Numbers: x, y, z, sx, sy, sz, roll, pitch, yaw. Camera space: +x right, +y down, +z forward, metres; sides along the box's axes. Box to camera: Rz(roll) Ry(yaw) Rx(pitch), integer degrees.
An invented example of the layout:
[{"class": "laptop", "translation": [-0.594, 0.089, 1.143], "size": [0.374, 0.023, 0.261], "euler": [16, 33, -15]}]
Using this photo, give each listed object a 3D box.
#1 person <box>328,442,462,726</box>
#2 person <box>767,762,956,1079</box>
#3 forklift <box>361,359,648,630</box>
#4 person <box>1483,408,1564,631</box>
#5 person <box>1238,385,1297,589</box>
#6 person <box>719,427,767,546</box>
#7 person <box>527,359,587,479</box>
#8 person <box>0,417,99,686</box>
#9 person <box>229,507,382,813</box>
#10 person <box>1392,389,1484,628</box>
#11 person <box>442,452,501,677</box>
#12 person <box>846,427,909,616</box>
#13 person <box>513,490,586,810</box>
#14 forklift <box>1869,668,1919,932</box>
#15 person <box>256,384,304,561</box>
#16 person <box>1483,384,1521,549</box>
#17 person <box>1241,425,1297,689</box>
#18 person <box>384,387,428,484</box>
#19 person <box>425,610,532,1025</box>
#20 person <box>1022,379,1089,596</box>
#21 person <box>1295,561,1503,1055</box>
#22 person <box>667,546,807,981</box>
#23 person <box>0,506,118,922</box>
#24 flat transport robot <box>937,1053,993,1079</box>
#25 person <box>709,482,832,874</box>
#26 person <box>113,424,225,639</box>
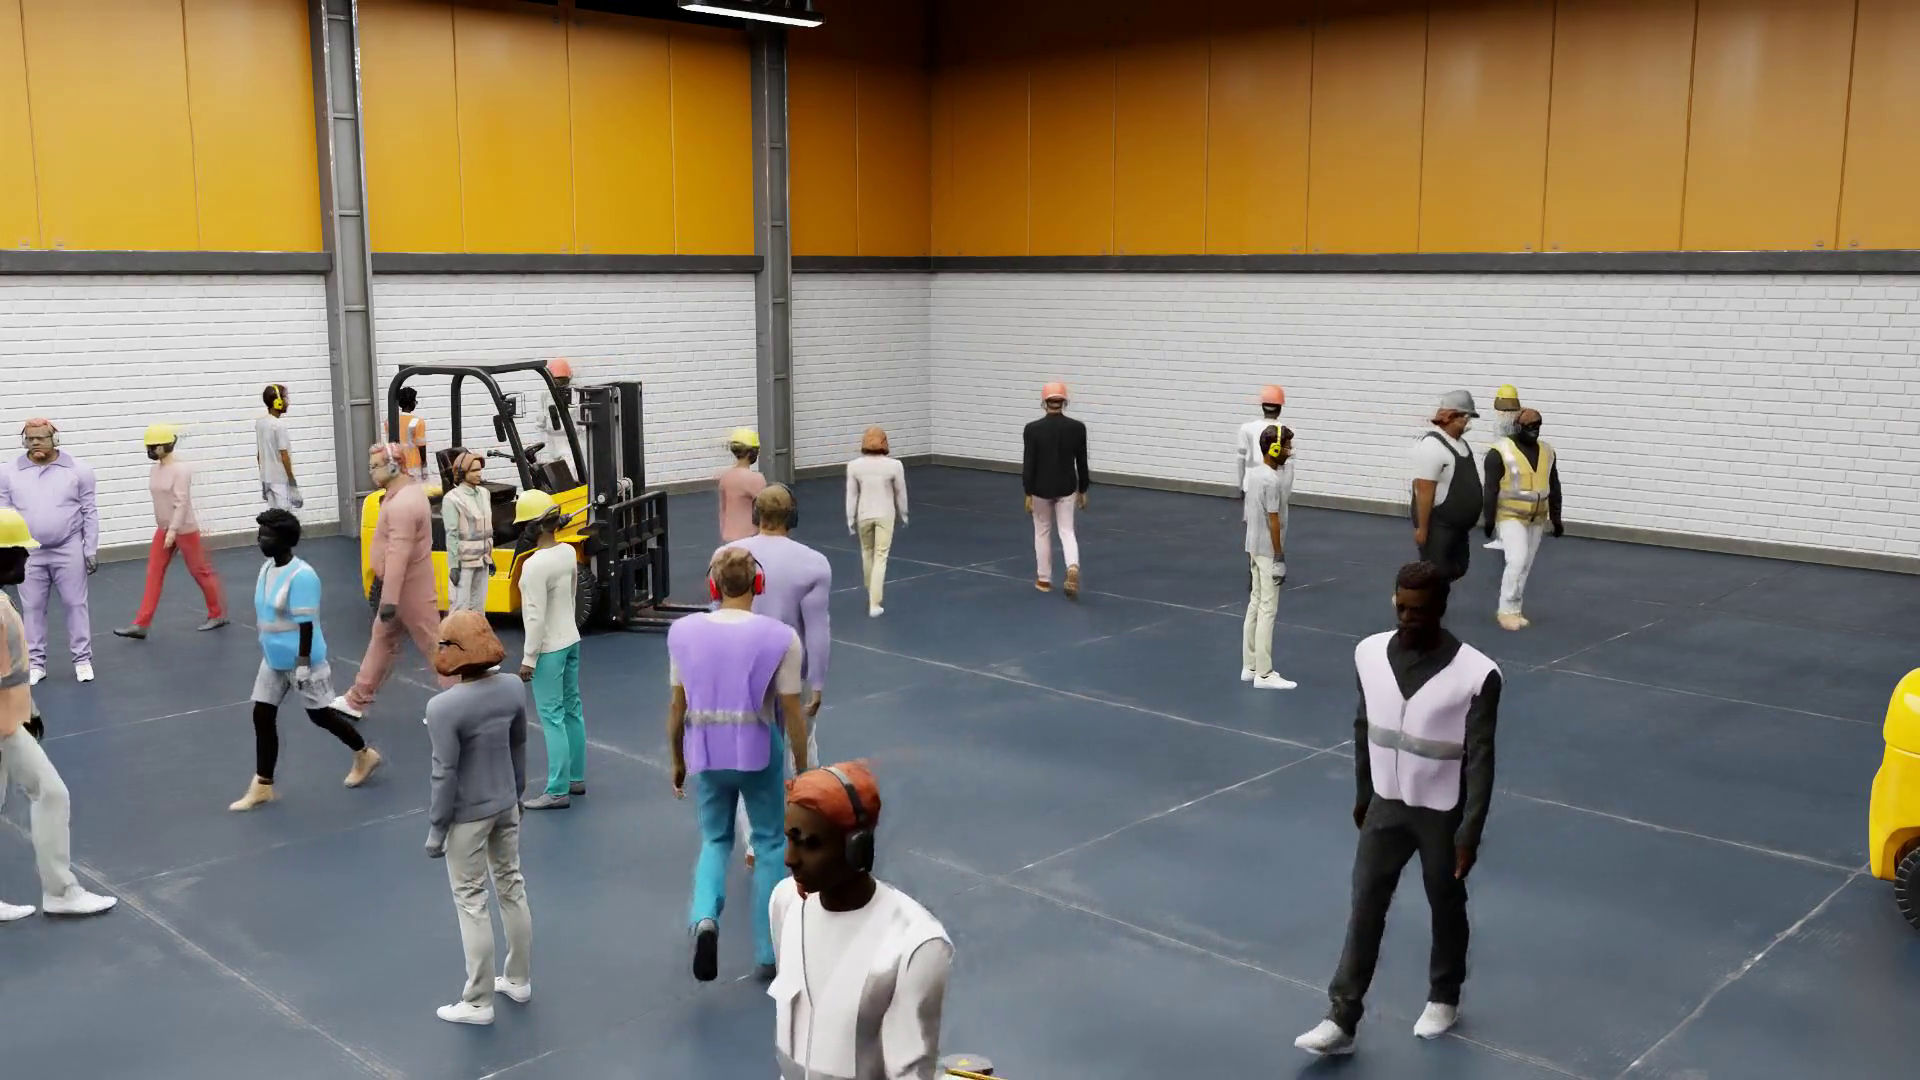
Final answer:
[{"class": "person", "translation": [-3.643, 0.301, 10.644], "size": [0.993, 1.844, 0.663], "euler": [-3, 10, -16]}, {"class": "person", "translation": [-0.322, 1.430, 3.729], "size": [0.580, 1.856, 0.836], "euler": [8, 12, 40]}, {"class": "forklift", "translation": [-3.850, -0.407, 13.936], "size": [2.313, 2.155, 1.214], "euler": [2, 9, 11]}, {"class": "person", "translation": [4.634, -0.162, 13.596], "size": [0.628, 1.823, 0.580], "euler": [-3, 10, -20]}, {"class": "person", "translation": [2.855, -0.502, 15.523], "size": [0.545, 1.881, 1.042], "euler": [2, 10, 13]}, {"class": "person", "translation": [-1.614, 0.014, 12.744], "size": [0.373, 1.749, 0.572], "euler": [-7, 11, -36]}, {"class": "person", "translation": [-4.260, -0.958, 17.957], "size": [0.616, 2.001, 1.034], "euler": [5, 11, 29]}, {"class": "person", "translation": [-6.472, 0.082, 11.824], "size": [0.641, 1.908, 0.407], "euler": [-4, 10, -21]}, {"class": "person", "translation": [-3.633, 0.634, 9.201], "size": [0.535, 1.669, 0.820], "euler": [7, 12, 38]}, {"class": "person", "translation": [3.768, -0.189, 13.071], "size": [0.650, 2.000, 0.733], "euler": [6, 11, 35]}, {"class": "person", "translation": [-3.542, 0.180, 12.037], "size": [0.311, 1.638, 0.521], "euler": [3, 10, 17]}, {"class": "person", "translation": [-0.701, -0.182, 14.396], "size": [0.507, 1.595, 0.841], "euler": [2, 9, 12]}, {"class": "person", "translation": [-2.265, 0.597, 9.118], "size": [0.326, 1.760, 0.524], "euler": [2, 9, 11]}, {"class": "forklift", "translation": [5.205, 0.723, 7.013], "size": [2.313, 2.155, 1.214], "euler": [9, 13, 43]}, {"class": "person", "translation": [-6.445, -0.539, 15.759], "size": [0.577, 1.865, 0.354], "euler": [8, 12, 41]}, {"class": "person", "translation": [5.749, -0.772, 17.554], "size": [0.485, 1.744, 0.309], "euler": [-7, 12, -38]}, {"class": "person", "translation": [2.185, 0.115, 11.755], "size": [0.328, 1.865, 0.518], "euler": [-2, 9, -10]}, {"class": "person", "translation": [-5.942, -0.801, 17.900], "size": [0.530, 1.689, 0.322], "euler": [4, 10, 23]}, {"class": "person", "translation": [-1.892, 1.080, 6.538], "size": [0.275, 1.632, 0.507], "euler": [5, 10, 27]}, {"class": "person", "translation": [0.875, -0.461, 14.977], "size": [0.623, 1.968, 0.811], "euler": [-2, 9, -10]}, {"class": "person", "translation": [1.647, 1.017, 6.175], "size": [0.621, 1.874, 0.954], "euler": [8, 13, 42]}, {"class": "person", "translation": [-0.927, 0.942, 6.813], "size": [0.641, 1.815, 0.570], "euler": [2, 9, 9]}, {"class": "person", "translation": [-4.197, 0.790, 7.479], "size": [0.771, 1.898, 0.610], "euler": [-6, 11, -32]}, {"class": "flat transport robot", "translation": [-0.035, 1.997, 5.079], "size": [0.652, 0.197, 1.431], "euler": [4, 10, 24]}, {"class": "person", "translation": [-0.926, 0.648, 8.409], "size": [0.637, 1.892, 0.986], "euler": [1, 9, 5]}, {"class": "person", "translation": [-6.336, -0.067, 13.321], "size": [0.528, 1.718, 0.894], "euler": [5, 11, 29]}]
